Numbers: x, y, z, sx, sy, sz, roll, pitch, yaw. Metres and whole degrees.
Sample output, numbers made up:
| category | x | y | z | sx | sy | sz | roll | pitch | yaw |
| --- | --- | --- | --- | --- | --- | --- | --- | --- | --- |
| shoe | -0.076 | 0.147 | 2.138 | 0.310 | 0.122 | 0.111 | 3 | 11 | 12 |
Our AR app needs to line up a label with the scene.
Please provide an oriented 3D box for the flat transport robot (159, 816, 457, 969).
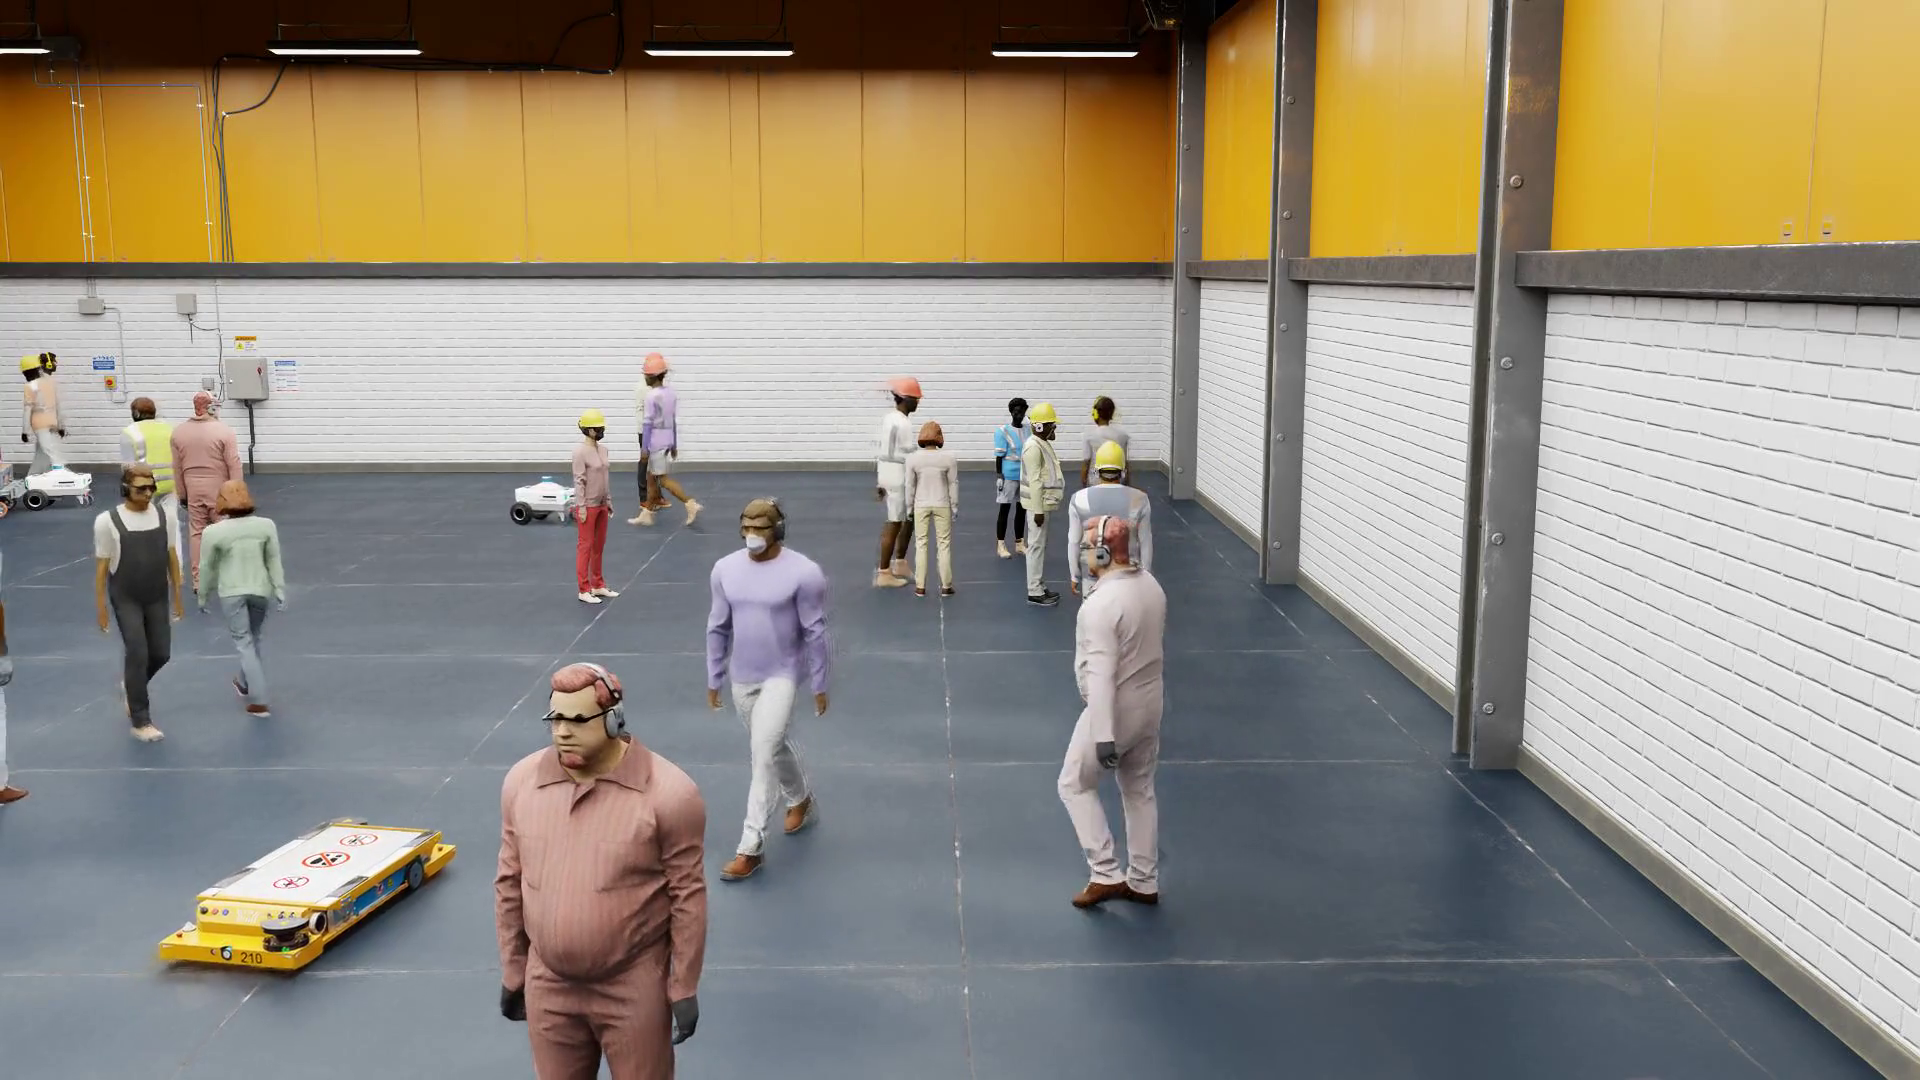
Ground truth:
| category | x | y | z | sx | sy | sz | roll | pitch | yaw |
| --- | --- | --- | --- | --- | --- | --- | --- | --- | --- |
| flat transport robot | -3.025 | 1.629 | 7.850 | 0.652 | 0.197 | 1.431 | 2 | 9 | 11 |

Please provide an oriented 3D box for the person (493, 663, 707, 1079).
| category | x | y | z | sx | sy | sz | roll | pitch | yaw |
| --- | --- | --- | --- | --- | --- | --- | --- | --- | --- |
| person | -1.077 | 1.292 | 4.915 | 0.651 | 1.906 | 0.403 | 2 | 9 | 12 |

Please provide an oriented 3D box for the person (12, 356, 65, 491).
| category | x | y | z | sx | sy | sz | roll | pitch | yaw |
| --- | --- | --- | --- | --- | --- | --- | --- | --- | --- |
| person | -12.461 | -1.551 | 22.478 | 0.993 | 1.865 | 0.600 | 1 | 9 | 6 |

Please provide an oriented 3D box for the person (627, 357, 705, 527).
| category | x | y | z | sx | sy | sz | roll | pitch | yaw |
| --- | --- | --- | --- | --- | --- | --- | --- | --- | --- |
| person | -3.461 | -1.131 | 19.464 | 0.944 | 2.016 | 0.619 | 2 | 10 | 14 |

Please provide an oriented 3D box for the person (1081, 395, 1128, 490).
| category | x | y | z | sx | sy | sz | roll | pitch | yaw |
| --- | --- | --- | --- | --- | --- | --- | --- | --- | --- |
| person | 1.373 | -0.419 | 15.584 | 0.546 | 1.848 | 0.553 | -5 | 10 | -26 |

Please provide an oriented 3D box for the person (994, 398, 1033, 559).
| category | x | y | z | sx | sy | sz | roll | pitch | yaw |
| --- | --- | --- | --- | --- | --- | --- | --- | --- | --- |
| person | 0.591 | -0.657 | 17.497 | 0.540 | 1.697 | 0.317 | -7 | 11 | -35 |

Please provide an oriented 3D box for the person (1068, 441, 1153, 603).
| category | x | y | z | sx | sy | sz | roll | pitch | yaw |
| --- | --- | --- | --- | --- | --- | --- | --- | --- | --- |
| person | 1.055 | 0.222 | 11.690 | 0.591 | 1.837 | 0.403 | 1 | 9 | 6 |

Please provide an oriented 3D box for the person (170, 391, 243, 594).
| category | x | y | z | sx | sy | sz | roll | pitch | yaw |
| --- | --- | --- | --- | --- | --- | --- | --- | --- | --- |
| person | -6.979 | -0.437 | 15.525 | 0.652 | 1.904 | 0.402 | 1 | 9 | 7 |

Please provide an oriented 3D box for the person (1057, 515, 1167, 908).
| category | x | y | z | sx | sy | sz | roll | pitch | yaw |
| --- | --- | --- | --- | --- | --- | --- | --- | --- | --- |
| person | 0.724 | 0.821 | 7.867 | 0.499 | 1.887 | 0.663 | 7 | 12 | 36 |

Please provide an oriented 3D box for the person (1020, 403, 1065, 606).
| category | x | y | z | sx | sy | sz | roll | pitch | yaw |
| --- | --- | --- | --- | --- | --- | --- | --- | --- | --- |
| person | 0.746 | -0.326 | 15.062 | 0.403 | 1.833 | 0.590 | 1 | 9 | 8 |

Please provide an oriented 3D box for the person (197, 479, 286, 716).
| category | x | y | z | sx | sy | sz | roll | pitch | yaw |
| --- | --- | --- | --- | --- | --- | --- | --- | --- | --- |
| person | -4.976 | 0.378 | 11.442 | 0.818 | 1.589 | 0.526 | 9 | 13 | 44 |

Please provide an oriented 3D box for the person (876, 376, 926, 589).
| category | x | y | z | sx | sy | sz | roll | pitch | yaw |
| --- | --- | --- | --- | --- | --- | --- | --- | --- | --- |
| person | -0.524 | -0.538 | 15.795 | 0.673 | 2.014 | 0.613 | -3 | 10 | -18 |

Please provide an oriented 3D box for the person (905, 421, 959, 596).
| category | x | y | z | sx | sy | sz | roll | pitch | yaw |
| --- | --- | --- | --- | --- | --- | --- | --- | --- | --- |
| person | -0.259 | -0.285 | 15.419 | 0.499 | 1.633 | 0.279 | 1 | 9 | 3 |

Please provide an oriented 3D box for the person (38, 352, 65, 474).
| category | x | y | z | sx | sy | sz | roll | pitch | yaw |
| --- | --- | --- | --- | --- | --- | --- | --- | --- | --- |
| person | -12.746 | -1.696 | 23.344 | 0.531 | 1.870 | 0.316 | 6 | 11 | 34 |

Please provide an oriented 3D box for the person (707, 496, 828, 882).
| category | x | y | z | sx | sy | sz | roll | pitch | yaw |
| --- | --- | --- | --- | --- | --- | --- | --- | --- | --- |
| person | -0.985 | 0.701 | 8.584 | 0.640 | 1.896 | 1.025 | 4 | 10 | 23 |

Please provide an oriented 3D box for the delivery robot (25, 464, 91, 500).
| category | x | y | z | sx | sy | sz | roll | pitch | yaw |
| --- | --- | --- | --- | --- | --- | --- | --- | --- | --- |
| delivery robot | -11.420 | -0.717 | 21.080 | 0.707 | 0.478 | 0.477 | -3 | 10 | -16 |

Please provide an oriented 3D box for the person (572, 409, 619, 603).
| category | x | y | z | sx | sy | sz | roll | pitch | yaw |
| --- | --- | --- | --- | --- | --- | --- | --- | --- | --- |
| person | -3.335 | -0.314 | 15.195 | 0.313 | 1.768 | 0.527 | 3 | 10 | 18 |

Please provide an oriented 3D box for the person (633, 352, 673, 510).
| category | x | y | z | sx | sy | sz | roll | pitch | yaw |
| --- | --- | --- | --- | --- | --- | --- | --- | --- | --- |
| person | -3.870 | -1.380 | 21.043 | 0.392 | 1.989 | 0.610 | 4 | 10 | 25 |

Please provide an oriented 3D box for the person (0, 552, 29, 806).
| category | x | y | z | sx | sy | sz | roll | pitch | yaw |
| --- | --- | --- | --- | --- | --- | --- | --- | --- | --- |
| person | -5.564 | 0.629 | 9.196 | 0.504 | 1.850 | 0.627 | 2 | 9 | 11 |

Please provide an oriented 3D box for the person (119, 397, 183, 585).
| category | x | y | z | sx | sy | sz | roll | pitch | yaw |
| --- | --- | --- | --- | --- | --- | --- | --- | --- | --- |
| person | -7.829 | -0.471 | 16.043 | 0.833 | 1.802 | 0.639 | 6 | 11 | 31 |

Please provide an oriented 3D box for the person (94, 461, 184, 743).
| category | x | y | z | sx | sy | sz | roll | pitch | yaw |
| --- | --- | --- | --- | --- | --- | --- | --- | --- | --- |
| person | -5.363 | 0.376 | 10.806 | 0.623 | 1.818 | 0.538 | 8 | 12 | 39 |

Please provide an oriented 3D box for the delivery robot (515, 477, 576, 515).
| category | x | y | z | sx | sy | sz | roll | pitch | yaw |
| --- | --- | --- | --- | --- | --- | --- | --- | --- | --- |
| delivery robot | -4.918 | -0.511 | 19.816 | 0.707 | 0.478 | 0.477 | 2 | 9 | 15 |
